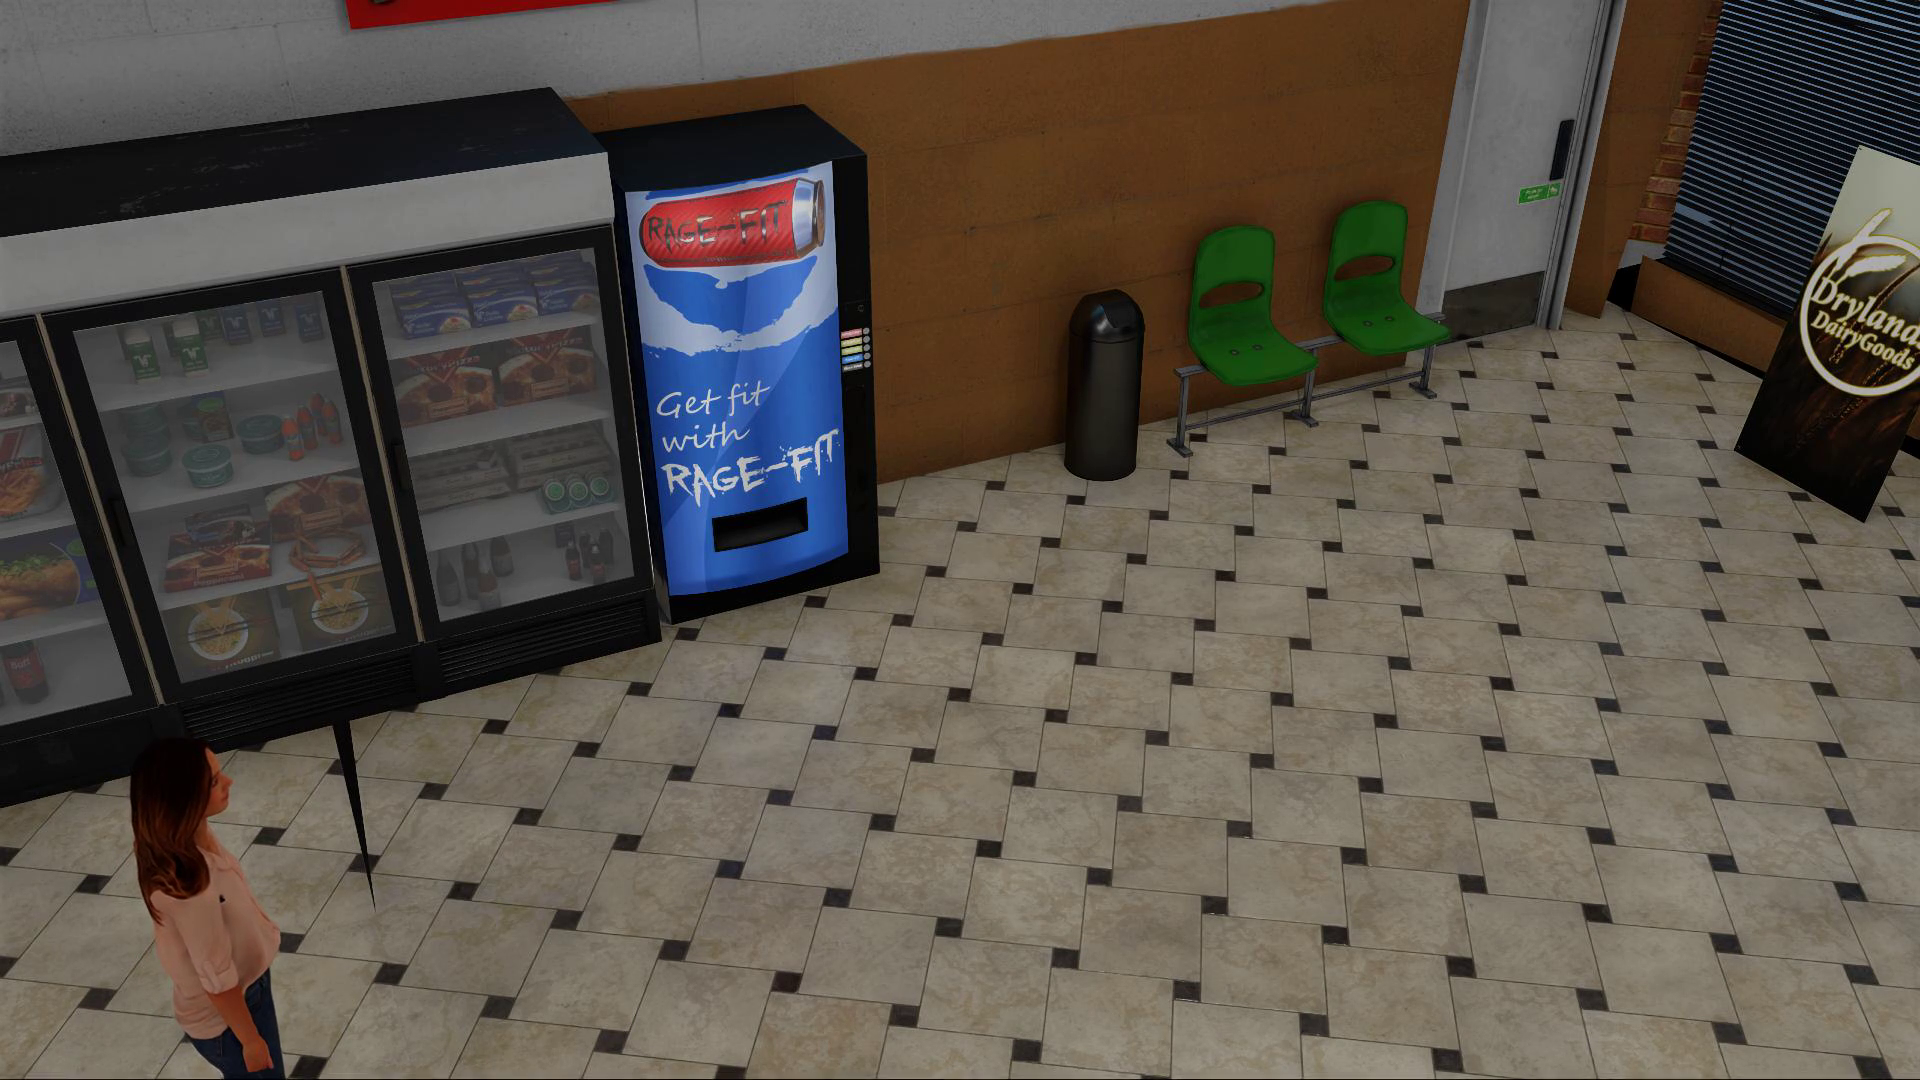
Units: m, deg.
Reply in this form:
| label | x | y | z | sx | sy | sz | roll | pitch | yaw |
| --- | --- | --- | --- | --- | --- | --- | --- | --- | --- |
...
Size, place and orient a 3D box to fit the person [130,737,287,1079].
| label | x | y | z | sx | sy | sz | roll | pitch | yaw |
| --- | --- | --- | --- | --- | --- | --- | --- | --- | --- |
| person | -2.020 | 1.266 | 4.579 | 0.631 | 1.789 | 0.451 | -14 | 35 | -22 |
